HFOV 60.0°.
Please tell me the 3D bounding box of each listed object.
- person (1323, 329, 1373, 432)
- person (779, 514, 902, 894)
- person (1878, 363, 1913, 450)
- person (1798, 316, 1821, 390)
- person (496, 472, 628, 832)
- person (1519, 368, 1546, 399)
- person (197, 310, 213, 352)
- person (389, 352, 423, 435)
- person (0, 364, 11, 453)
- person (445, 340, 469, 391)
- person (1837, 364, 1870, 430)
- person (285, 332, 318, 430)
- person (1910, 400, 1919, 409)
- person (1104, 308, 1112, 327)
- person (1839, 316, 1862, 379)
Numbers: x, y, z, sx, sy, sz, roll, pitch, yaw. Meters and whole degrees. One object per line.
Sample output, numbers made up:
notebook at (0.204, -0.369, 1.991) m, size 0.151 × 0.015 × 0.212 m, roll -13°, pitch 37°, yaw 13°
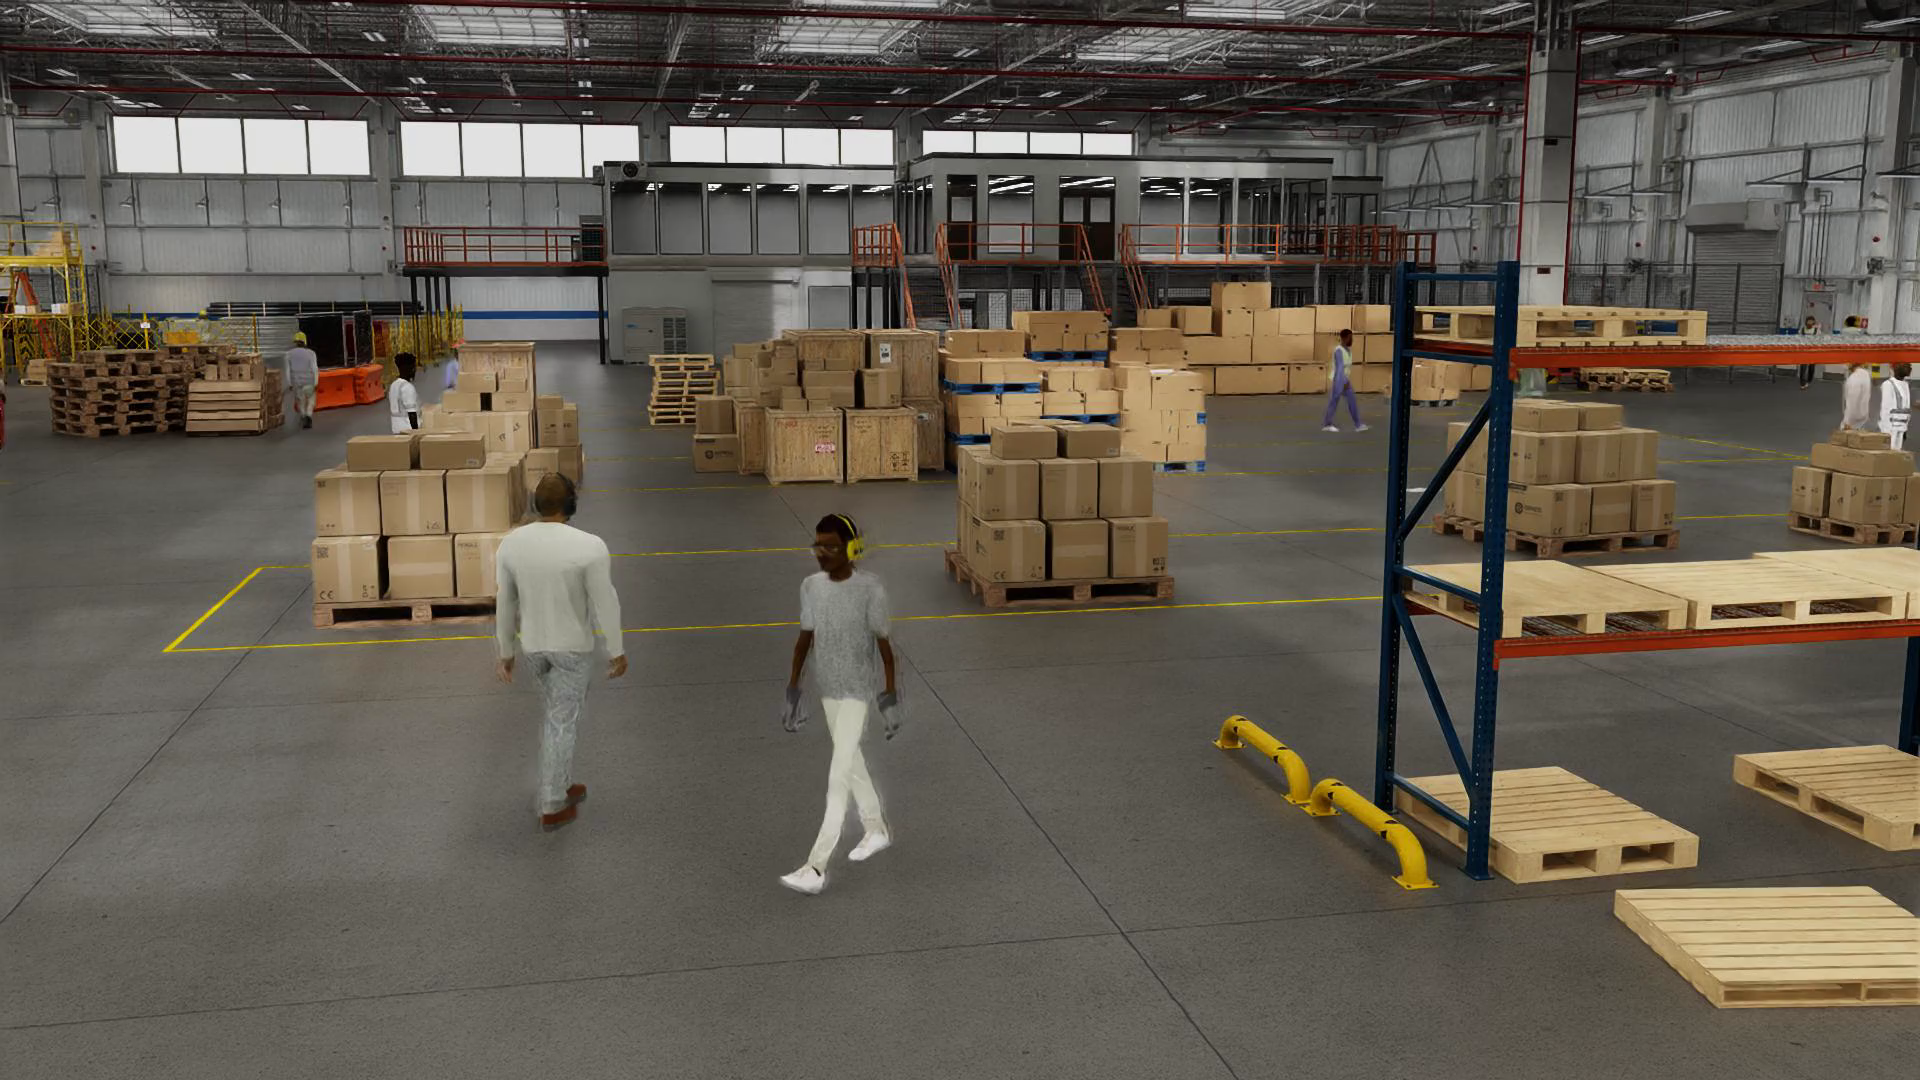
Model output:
person at (7.062, -2.884, 30.259) m, size 0.953 × 1.878 × 0.599 m, roll 7°, pitch 11°, yaw 35°
person at (-0.605, 0.777, 8.139) m, size 0.554 × 1.810 × 0.994 m, roll 6°, pitch 11°, yaw 34°
person at (11.982, -1.422, 21.340) m, size 0.597 × 1.882 × 0.366 m, roll -8°, pitch 12°, yaw -40°
person at (20.909, -4.617, 40.986) m, size 0.516 × 1.826 × 0.730 m, roll 5°, pitch 11°, yaw 28°
person at (-2.109, 0.577, 9.021) m, size 0.651 × 1.915 × 0.719 m, roll 4°, pitch 10°, yaw 20°
person at (8.649, -2.076, 25.156) m, size 0.471 × 1.929 × 0.636 m, roll 9°, pitch 13°, yaw 43°
person at (-22.457, -5.965, 49.441) m, size 0.308 × 1.743 × 0.493 m, roll 4°, pitch 10°, yaw 25°
person at (-6.808, -1.331, 20.515) m, size 0.367 × 1.966 × 0.607 m, roll -8°, pitch 12°, yaw -39°
person at (-15.611, -2.342, 26.728) m, size 0.618 × 1.948 × 0.671 m, roll 6°, pitch 11°, yaw 31°
person at (-7.779, -2.180, 25.999) m, size 0.990 × 1.860 × 0.595 m, roll -6°, pitch 11°, yaw -34°
person at (11.973, -1.584, 22.191) m, size 0.535 × 1.921 × 0.651 m, roll 6°, pitch 11°, yaw 34°
person at (-12.131, -2.926, 30.695) m, size 0.586 × 1.814 × 0.457 m, roll 0°, pitch 9°, yaw -3°
person at (20.274, -3.579, 34.722) m, size 0.628 × 1.807 × 0.894 m, roll -9°, pitch 13°, yaw -43°
person at (3.853, -5.079, 43.448) m, size 0.545 × 1.938 × 0.361 m, roll 8°, pitch 12°, yaw 40°
person at (21.430, -4.476, 40.147) m, size 0.538 × 1.809 × 0.997 m, roll 2°, pitch 10°, yaw 15°
